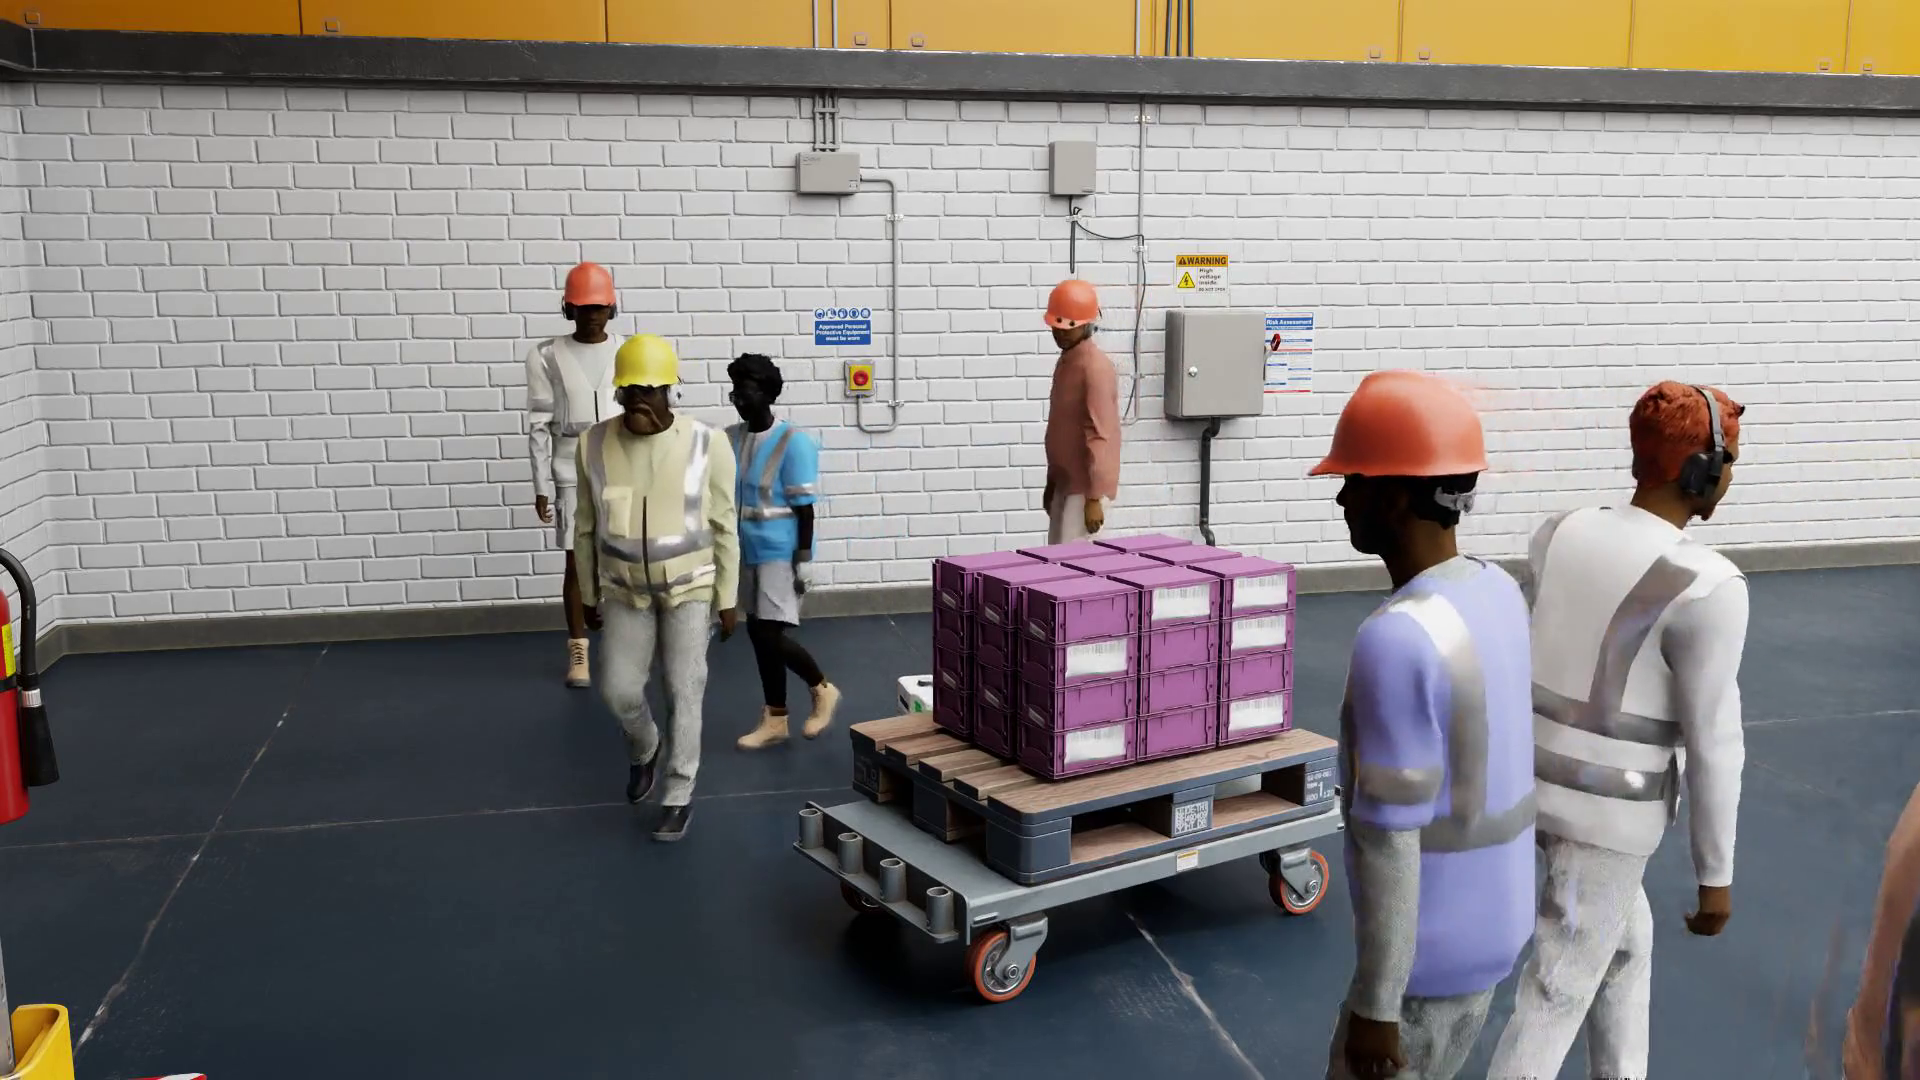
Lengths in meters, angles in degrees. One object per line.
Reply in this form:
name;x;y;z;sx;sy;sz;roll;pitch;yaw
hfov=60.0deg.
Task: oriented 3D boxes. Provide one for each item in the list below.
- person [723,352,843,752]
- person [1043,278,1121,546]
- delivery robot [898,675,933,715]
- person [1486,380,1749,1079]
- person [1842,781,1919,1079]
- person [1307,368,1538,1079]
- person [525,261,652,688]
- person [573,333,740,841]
person;-0.776;0.061;6.882;0.409;1.679;0.544;-9;14;-42
person;0.629;-0.263;7.940;0.621;1.959;0.693;-2;10;-11
delivery robot;0.121;0.645;6.515;0.707;0.478;0.477;-2;10;-13
person;1.429;0.587;3.558;0.885;1.825;0.591;-3;11;-15
person;1.288;0.857;1.925;0.973;1.872;0.604;5;12;27
person;0.869;0.671;2.851;0.636;1.918;0.555;7;12;34
person;-1.732;-0.297;7.917;0.609;2.032;0.409;-4;11;-19
person;-1.081;0.166;5.939;0.607;1.811;0.471;0;10;2
